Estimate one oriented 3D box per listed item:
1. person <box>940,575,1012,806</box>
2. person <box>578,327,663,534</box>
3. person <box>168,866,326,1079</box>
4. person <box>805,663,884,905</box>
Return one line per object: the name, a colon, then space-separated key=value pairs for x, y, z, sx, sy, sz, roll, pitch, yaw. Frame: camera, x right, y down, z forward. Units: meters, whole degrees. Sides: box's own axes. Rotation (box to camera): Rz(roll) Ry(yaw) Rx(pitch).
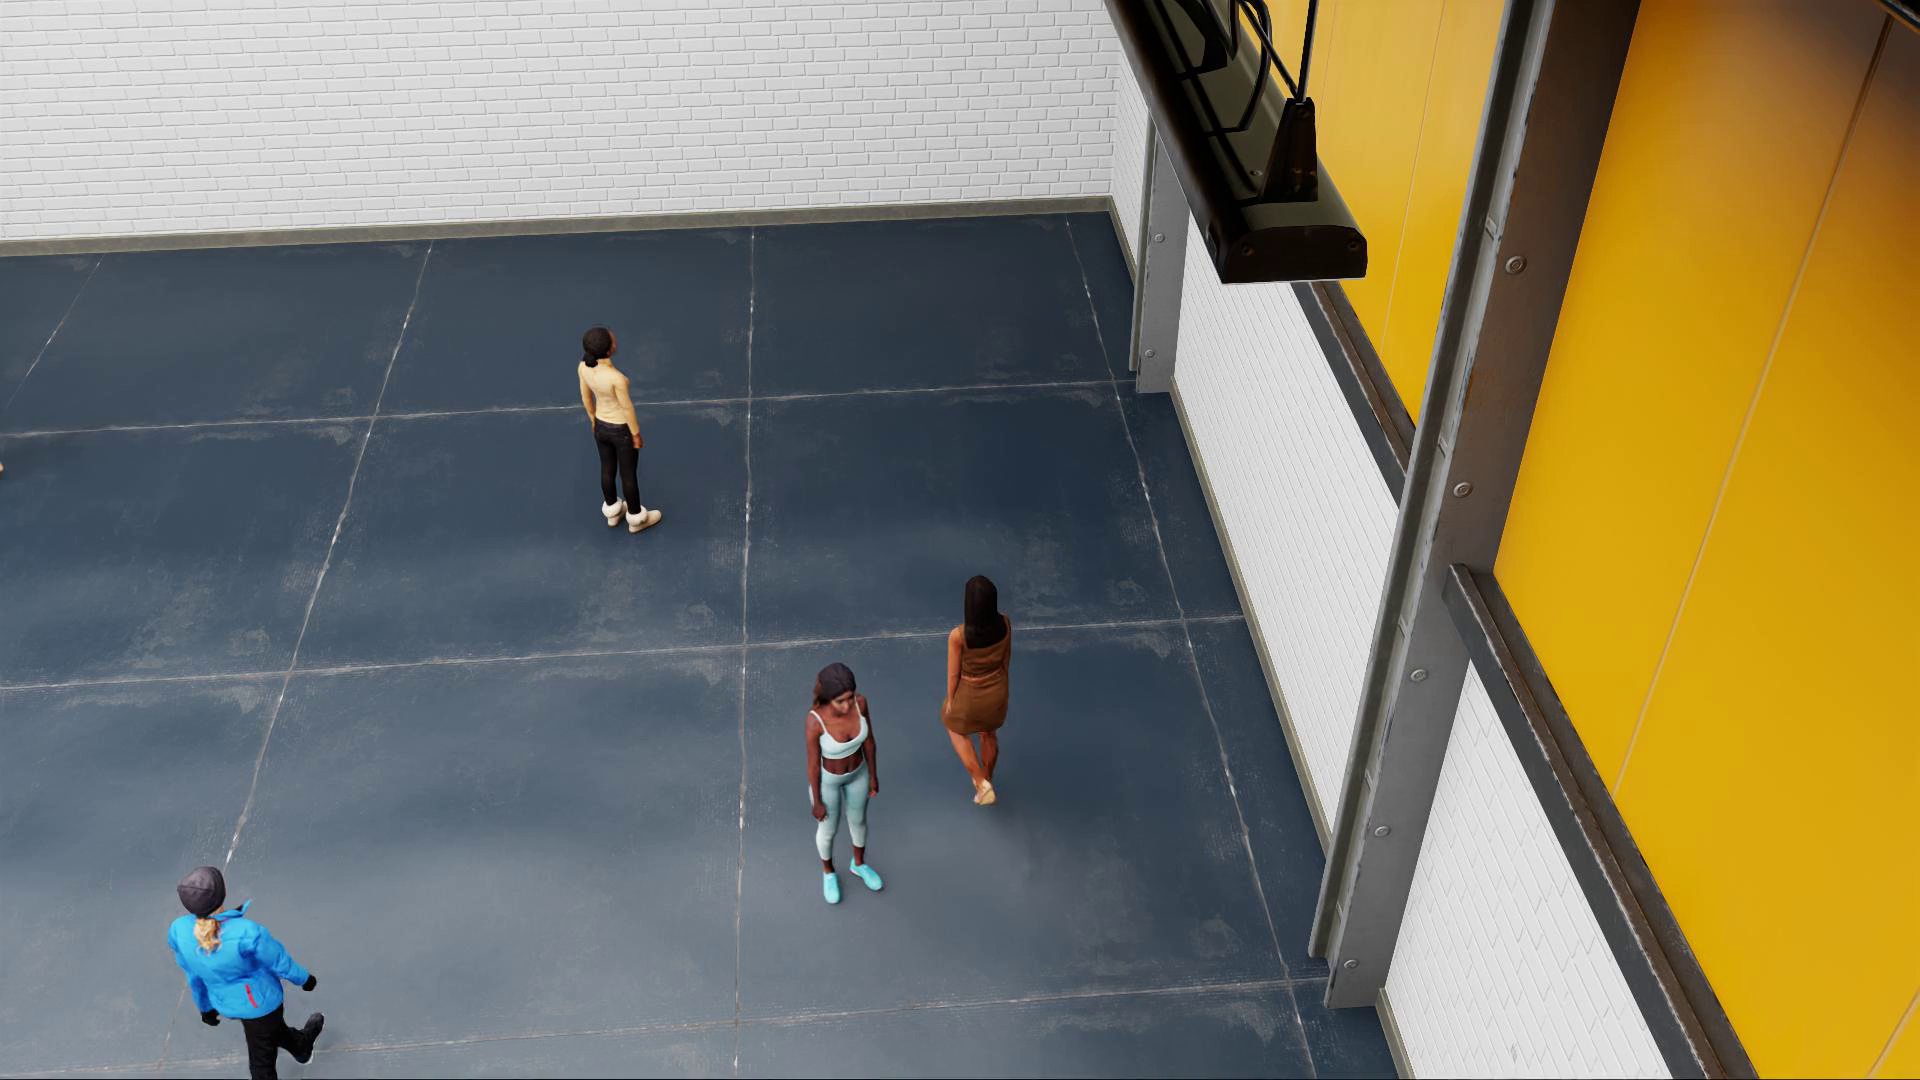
person: x=0.145 y=0.942 z=9.591 sx=0.713 sy=1.677 sz=0.787 roll=-20 pitch=43 yaw=-23
person: x=-2.450 y=-0.787 z=11.771 sx=0.698 sy=1.659 sz=0.733 roll=20 pitch=43 yaw=23
person: x=-3.399 y=2.271 z=7.857 sx=0.822 sy=1.766 sz=1.077 roll=9 pitch=39 yaw=11
person: x=-0.654 y=1.309 z=9.094 sx=0.645 sy=1.725 sz=0.659 roll=-21 pitch=43 yaw=-24
